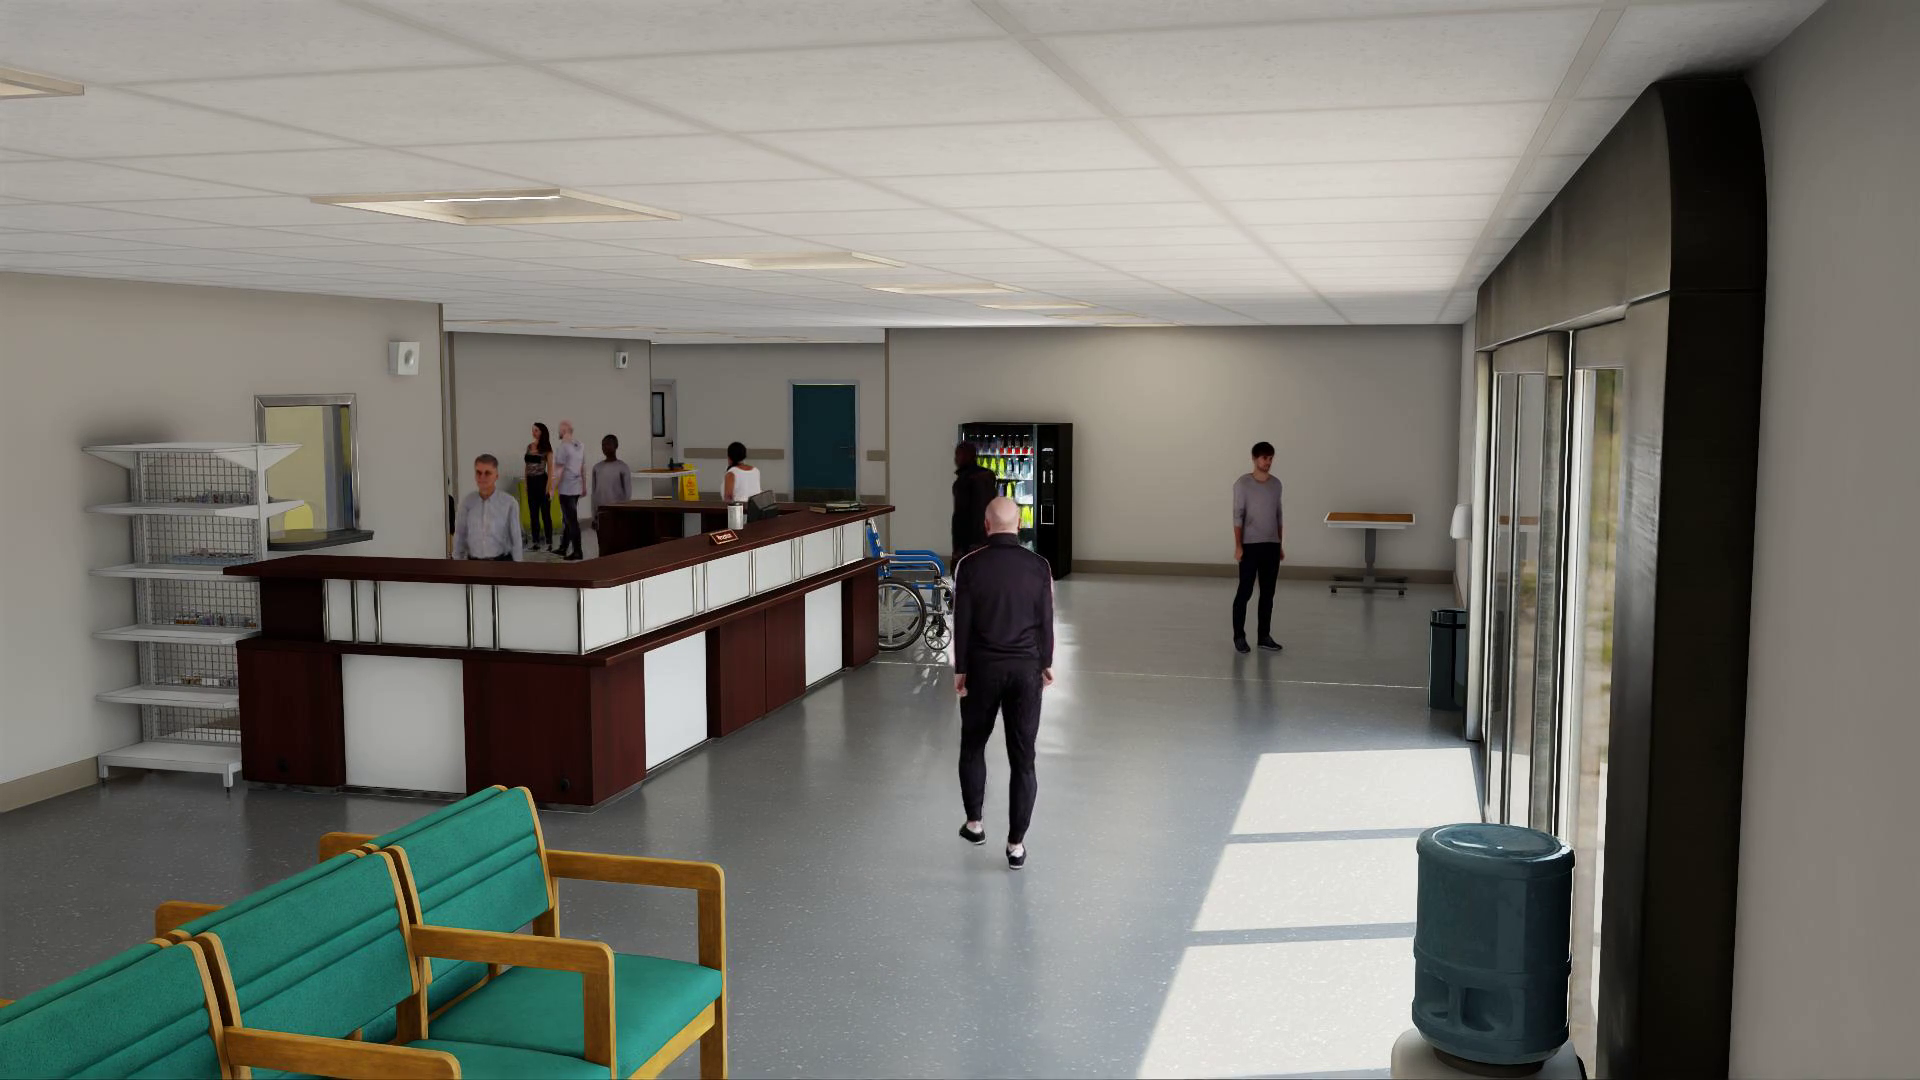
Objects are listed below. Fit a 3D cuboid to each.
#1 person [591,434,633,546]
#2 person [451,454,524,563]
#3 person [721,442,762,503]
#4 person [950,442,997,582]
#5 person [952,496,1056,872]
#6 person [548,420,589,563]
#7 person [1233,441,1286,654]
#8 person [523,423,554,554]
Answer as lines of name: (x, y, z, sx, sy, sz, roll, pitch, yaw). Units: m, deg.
person: (-3.773, -0.261, 18.055, 0.447, 1.771, 0.675, 2, 6, 16)
person: (-3.678, 0.228, 13.151, 1.049, 1.780, 0.808, 1, 6, 7)
person: (-2.359, -0.223, 18.187, 1.006, 1.670, 0.847, 4, 7, 34)
person: (0.189, -0.008, 15.507, 1.004, 1.778, 0.922, 5, 8, 42)
person: (0.231, 0.712, 8.149, 0.819, 1.819, 0.846, 0, 6, 0)
person: (-4.954, -0.622, 21.395, 0.878, 1.821, 0.728, 2, 6, 20)
person: (2.617, 0.049, 14.623, 0.706, 1.842, 0.792, -3, 6, -24)
person: (-5.719, -0.718, 22.614, 0.527, 1.768, 0.702, 3, 6, 25)
